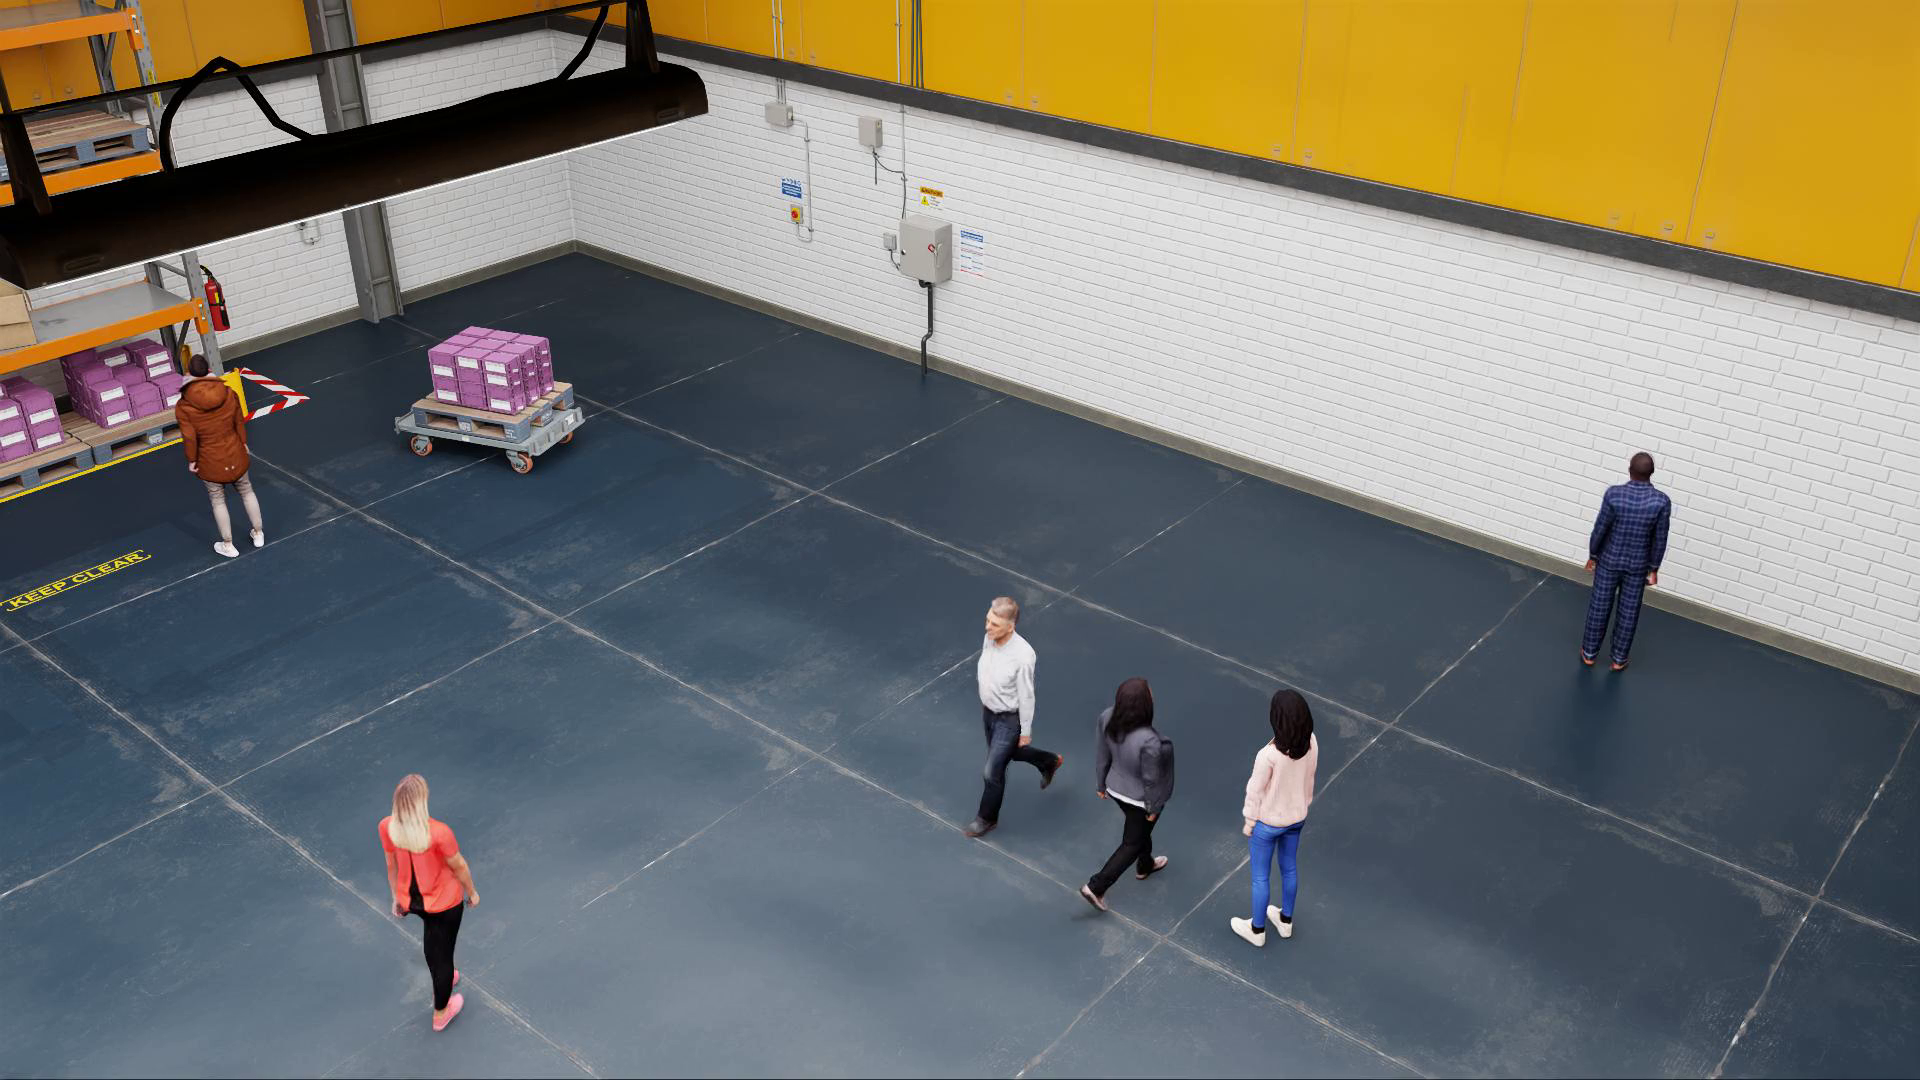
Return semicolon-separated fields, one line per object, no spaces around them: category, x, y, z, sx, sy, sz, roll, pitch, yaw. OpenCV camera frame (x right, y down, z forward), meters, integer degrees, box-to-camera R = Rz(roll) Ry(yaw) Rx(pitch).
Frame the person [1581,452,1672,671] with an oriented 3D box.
person;5.048;0.163;12.676;0.766;1.823;0.715;13;31;23

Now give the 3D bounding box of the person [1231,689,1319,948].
person;1.915;1.672;9.968;0.624;1.767;0.778;-14;32;-24

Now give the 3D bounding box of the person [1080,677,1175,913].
person;1.023;1.583;10.326;1.093;1.580;0.838;-18;33;-29

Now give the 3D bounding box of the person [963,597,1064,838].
person;0.365;1.125;10.944;1.136;1.794;0.847;-17;33;-28

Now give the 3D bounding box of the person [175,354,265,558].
person;-6.361;-0.733;14.302;0.659;1.839;0.788;-25;37;-37

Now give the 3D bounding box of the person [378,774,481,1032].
person;-3.010;2.081;9.313;0.725;1.676;0.780;7;29;13
